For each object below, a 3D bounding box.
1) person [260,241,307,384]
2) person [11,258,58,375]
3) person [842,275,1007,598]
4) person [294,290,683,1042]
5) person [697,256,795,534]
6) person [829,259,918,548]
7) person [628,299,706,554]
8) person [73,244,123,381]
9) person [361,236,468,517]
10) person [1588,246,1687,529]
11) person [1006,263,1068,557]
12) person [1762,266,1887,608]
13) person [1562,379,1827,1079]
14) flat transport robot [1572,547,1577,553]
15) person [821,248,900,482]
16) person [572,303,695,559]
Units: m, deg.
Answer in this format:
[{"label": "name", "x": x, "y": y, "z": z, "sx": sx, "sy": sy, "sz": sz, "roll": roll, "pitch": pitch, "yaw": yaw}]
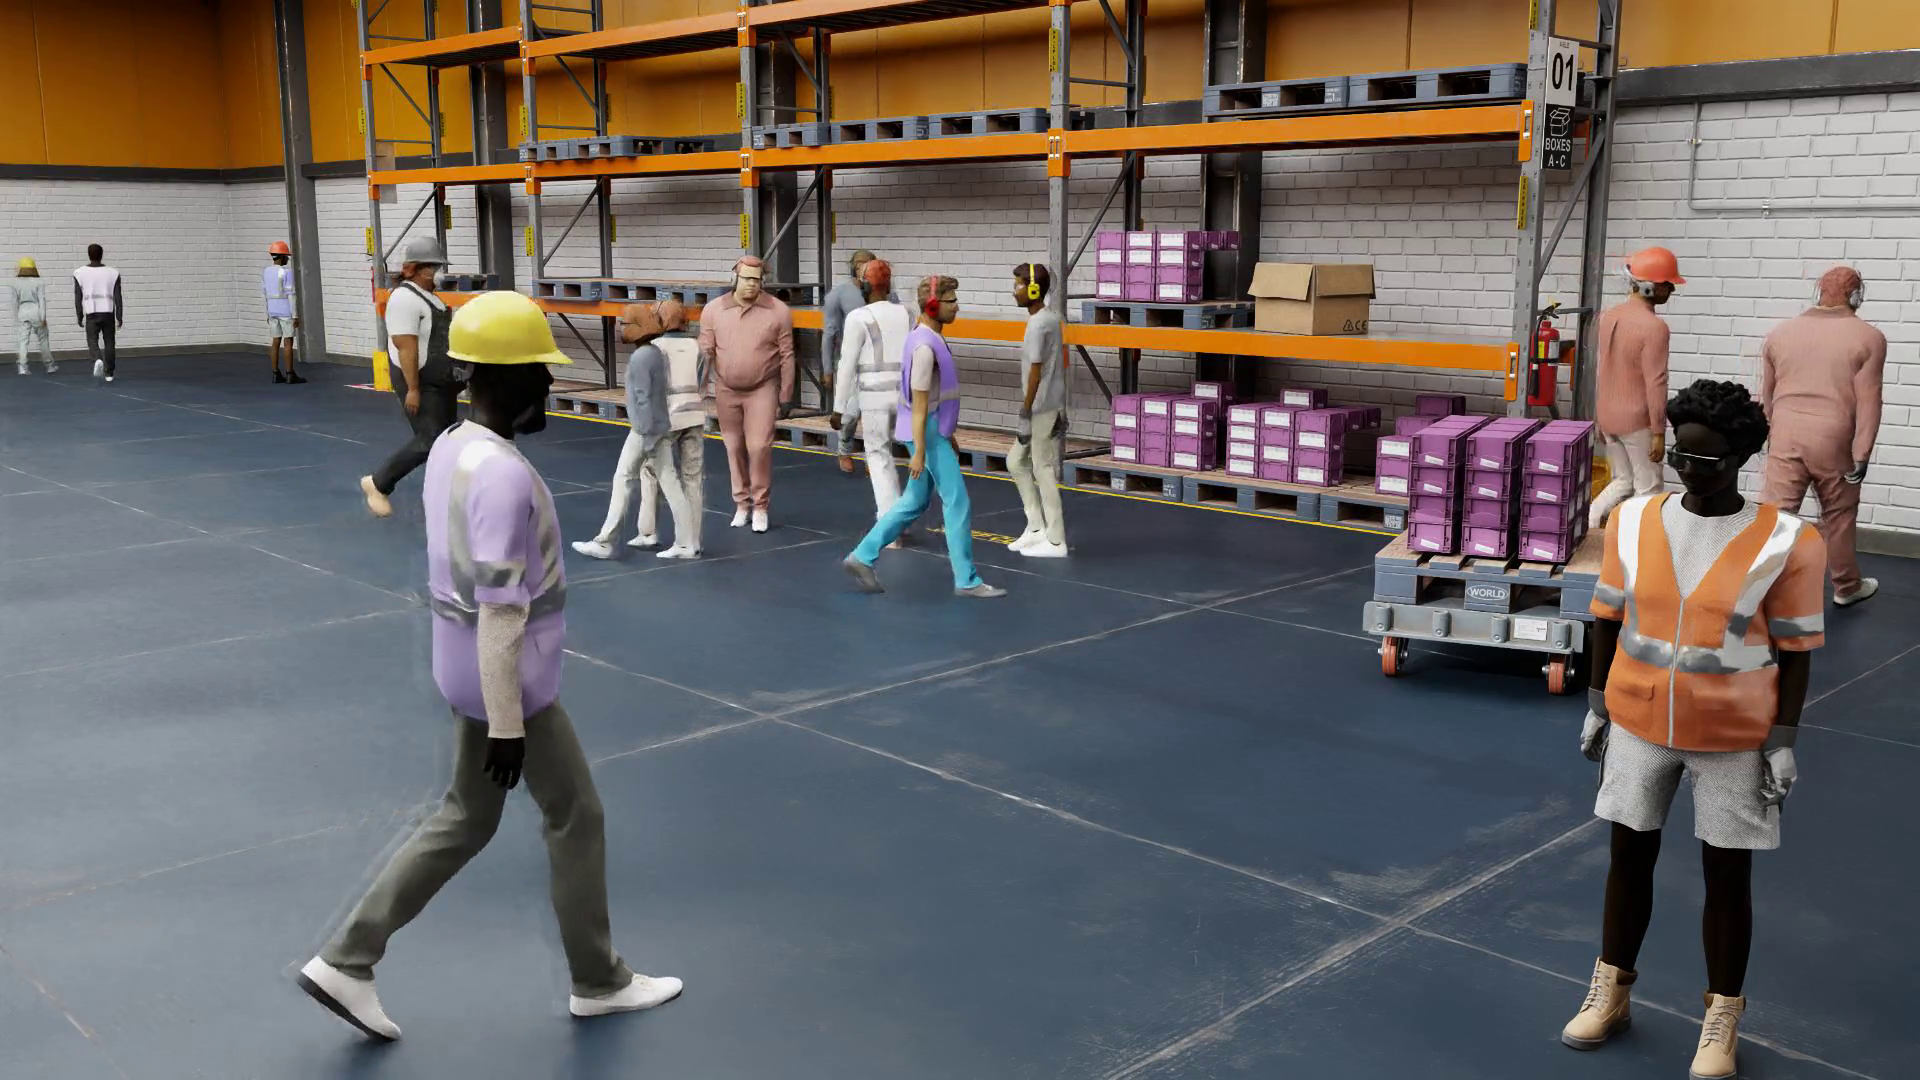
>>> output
[{"label": "person", "x": -9.251, "y": -3.099, "z": 22.729, "sx": 0.553, "sy": 1.934, "sz": 0.363, "roll": 5, "pitch": 11, "yaw": 24}, {"label": "person", "x": -13.567, "y": -3.259, "z": 24.283, "sx": 0.492, "sy": 1.684, "sz": 0.918, "roll": -1, "pitch": 10, "yaw": -8}, {"label": "person", "x": -0.223, "y": -0.565, "z": 9.254, "sx": 0.890, "sy": 1.817, "sz": 0.574, "roll": 0, "pitch": 10, "yaw": -1}, {"label": "person", "x": -1.200, "y": 0.334, "z": 4.127, "sx": 0.886, "sy": 1.900, "sz": 0.594, "roll": -5, "pitch": 12, "yaw": -27}, {"label": "person", "x": -1.486, "y": -0.984, "z": 11.353, "sx": 0.660, "sy": 1.877, "sz": 0.719, "roll": 1, "pitch": 10, "yaw": 6}, {"label": "person", "x": -0.539, "y": -0.884, "z": 10.852, "sx": 0.539, "sy": 1.864, "sz": 0.602, "roll": 10, "pitch": 14, "yaw": 42}, {"label": "person", "x": -1.867, "y": -0.726, "z": 10.656, "sx": 0.523, "sy": 1.613, "sz": 0.658, "roll": -10, "pitch": 14, "yaw": -43}, {"label": "person", "x": -11.903, "y": -3.137, "z": 23.021, "sx": 0.587, "sy": 1.908, "sz": 0.572, "roll": -6, "pitch": 12, "yaw": -28}, {"label": "person", "x": -3.771, "y": -1.113, "z": 11.615, "sx": 0.704, "sy": 2.000, "sz": 0.690, "roll": 0, "pitch": 10, "yaw": 2}, {"label": "person", "x": 3.846, "y": -0.687, "z": 9.512, "sx": 0.530, "sy": 1.968, "sz": 0.638, "roll": -2, "pitch": 11, "yaw": -9}, {"label": "person", "x": 0.444, "y": -0.801, "z": 10.435, "sx": 0.569, "sy": 1.845, "sz": 0.545, "roll": 2, "pitch": 11, "yaw": 11}, {"label": "person", "x": 4.572, "y": -0.512, "z": 8.844, "sx": 0.984, "sy": 1.844, "sz": 0.671, "roll": -9, "pitch": 14, "yaw": -40}, {"label": "person", "x": 1.755, "y": 0.457, "z": 4.000, "sx": 0.531, "sy": 1.692, "sz": 0.320, "roll": 9, "pitch": 14, "yaw": 40}, {"label": "flat transport robot", "x": 3.658, "y": 0.134, "z": 9.642, "sx": 1.431, "sy": 0.197, "sz": 0.652, "roll": 7, "pitch": 12, "yaw": 33}, {"label": "person", "x": -0.810, "y": -1.424, "z": 13.638, "sx": 0.674, "sy": 1.916, "sz": 0.512, "roll": -4, "pitch": 11, "yaw": -20}, {"label": "person", "x": -2.042, "y": -0.663, "z": 10.371, "sx": 0.814, "sy": 1.599, "sz": 0.508, "roll": 2, "pitch": 11, "yaw": 9}]
